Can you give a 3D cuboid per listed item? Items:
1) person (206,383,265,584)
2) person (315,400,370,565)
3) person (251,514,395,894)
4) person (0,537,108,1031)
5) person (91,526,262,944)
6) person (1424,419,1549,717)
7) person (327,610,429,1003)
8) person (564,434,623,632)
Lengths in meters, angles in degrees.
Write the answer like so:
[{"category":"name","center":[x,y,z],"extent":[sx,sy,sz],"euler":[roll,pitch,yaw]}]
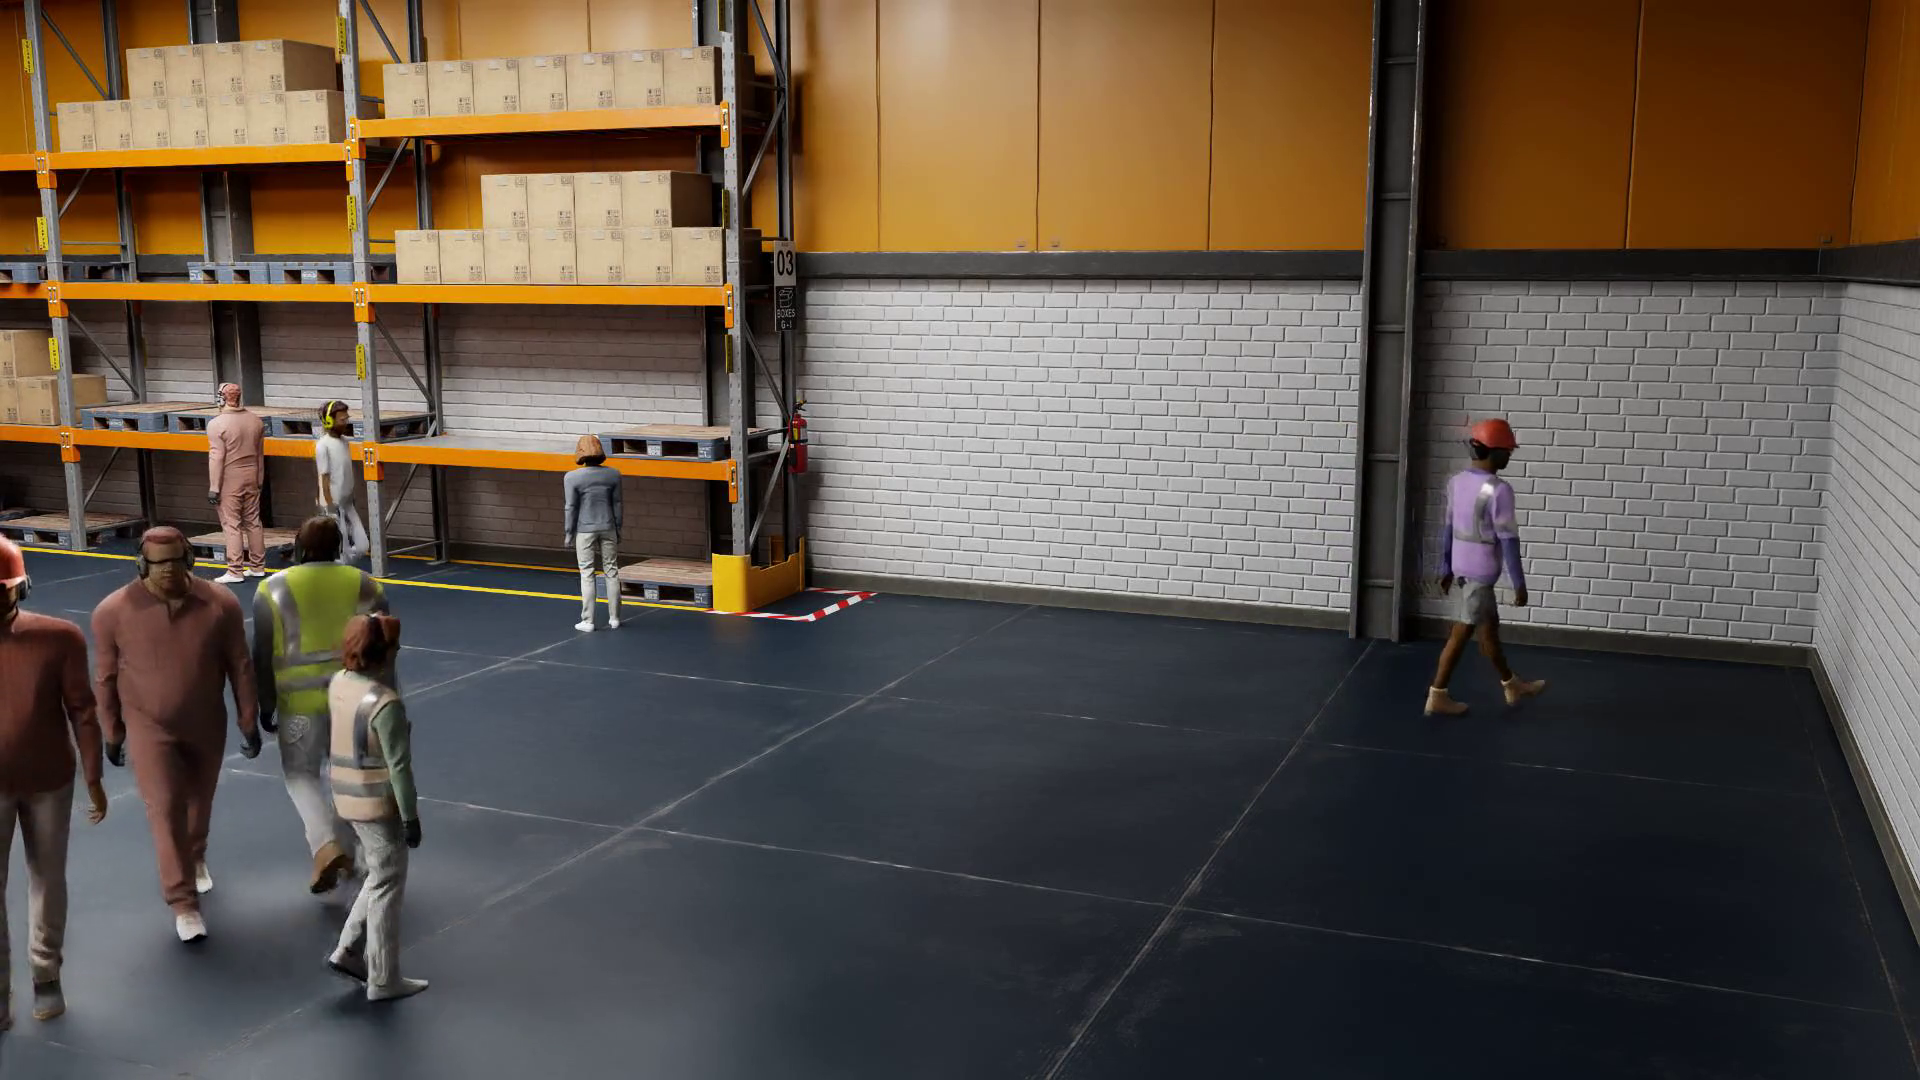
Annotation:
[{"category":"person","center":[-6.909,-0.542,15.829],"extent":[0.408,1.906,0.653],"euler":[4,10,21]},{"category":"person","center":[-5.399,-0.291,14.468],"extent":[0.413,1.855,0.535],"euler":[1,9,7]},{"category":"person","center":[-3.030,0.798,8.028],"extent":[0.636,1.810,0.690],"euler":[-6,11,-34]},{"category":"person","center":[-3.708,0.955,6.542],"extent":[0.628,1.972,0.533],"euler":[-6,11,-31]},{"category":"person","center":[-3.598,0.837,7.676],"extent":[0.654,1.859,1.024],"euler":[-7,12,-37]},{"category":"person","center":[3.574,0.197,11.074],"extent":[1.024,1.990,0.629],"euler":[-2,10,-13]},{"category":"person","center":[-2.364,1.090,6.789],"extent":[0.375,1.624,0.536],"euler":[-9,13,-43]},{"category":"person","center":[-3.017,-0.057,13.724],"extent":[0.498,1.632,0.285],"euler":[-6,11,-32]}]
